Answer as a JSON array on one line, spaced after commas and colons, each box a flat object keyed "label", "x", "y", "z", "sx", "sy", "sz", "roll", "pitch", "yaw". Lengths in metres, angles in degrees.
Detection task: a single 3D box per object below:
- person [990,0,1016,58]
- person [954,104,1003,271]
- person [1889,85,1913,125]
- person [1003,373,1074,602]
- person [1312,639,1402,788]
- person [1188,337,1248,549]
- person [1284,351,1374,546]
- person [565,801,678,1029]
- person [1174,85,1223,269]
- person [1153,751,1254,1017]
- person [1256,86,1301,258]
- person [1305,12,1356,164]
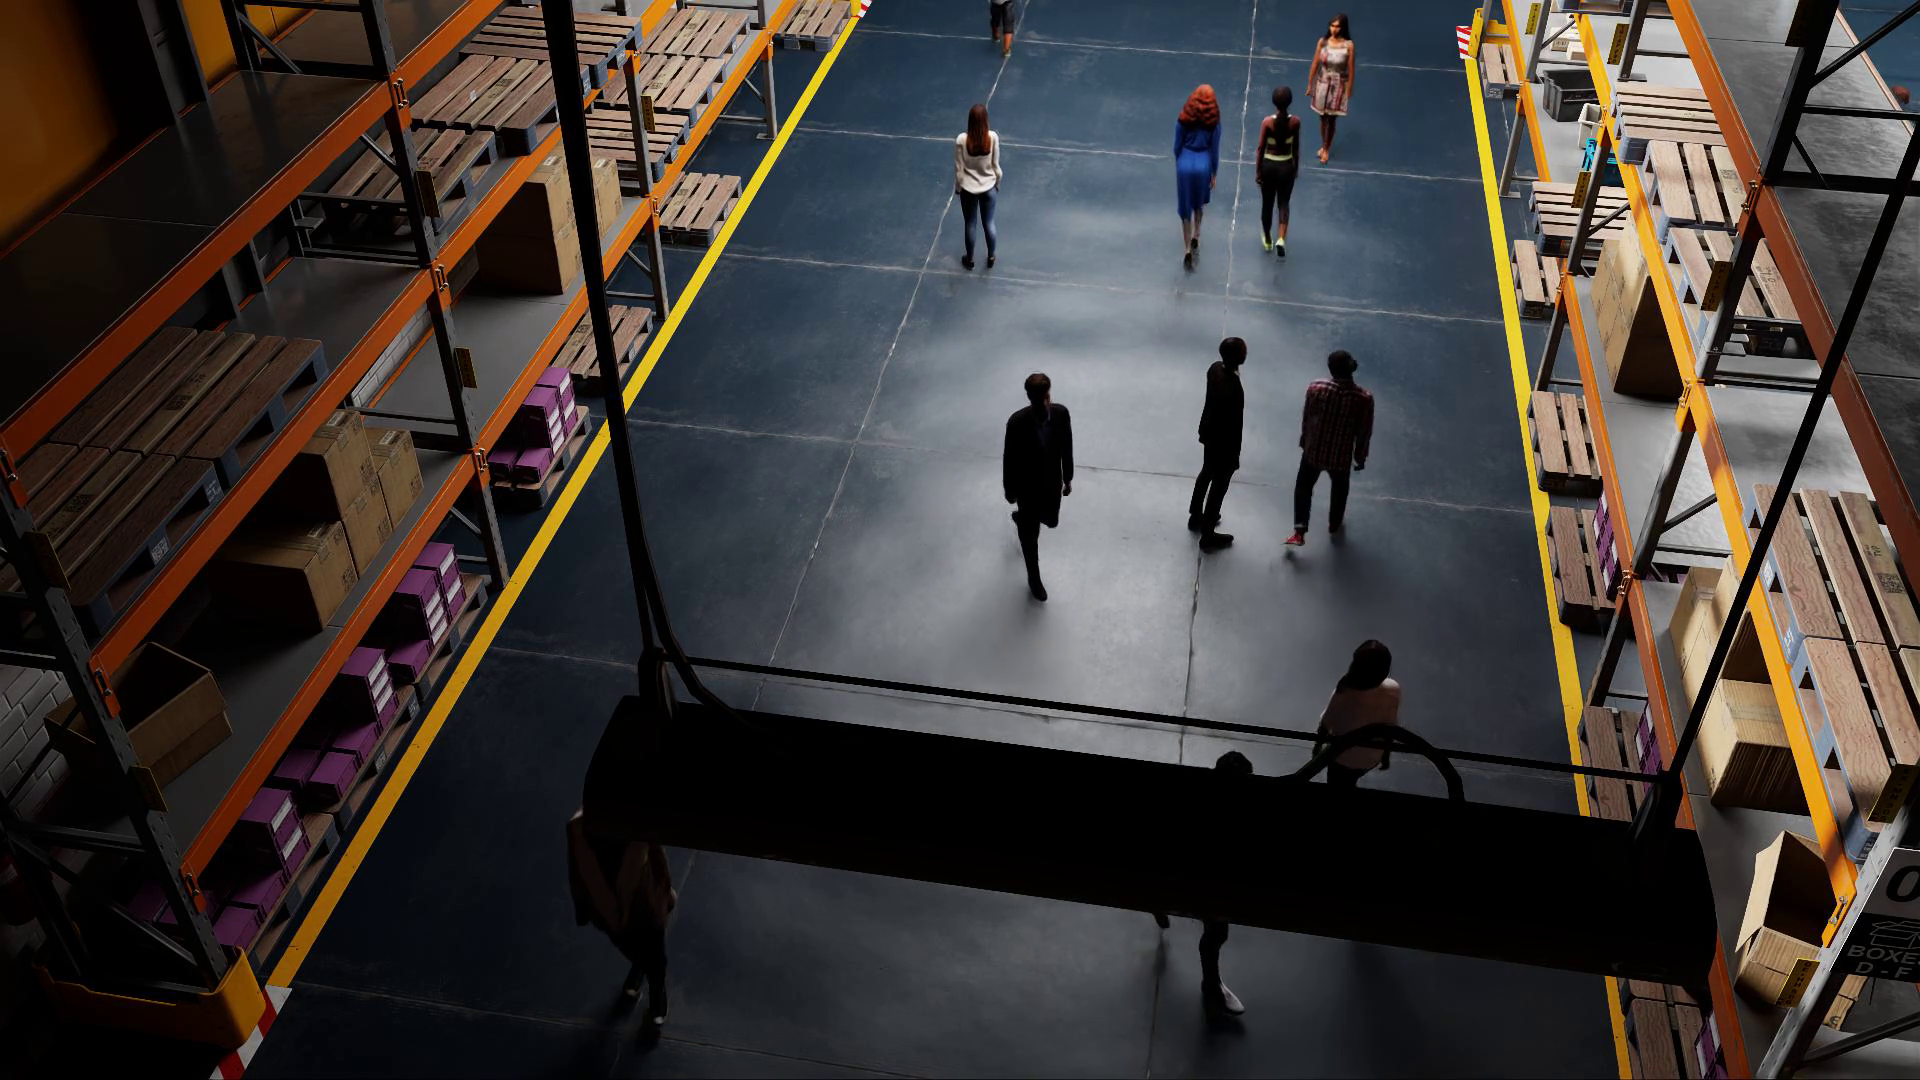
[{"label": "person", "x": 0.550, "y": -6.718, "z": 20.479, "sx": 0.720, "sy": 1.416, "sz": 1.066, "roll": -3, "pitch": 39, "yaw": -3}, {"label": "person", "x": 0.180, "y": -3.419, "z": 16.127, "sx": 0.681, "sy": 1.691, "sz": 0.653, "roll": -4, "pitch": 39, "yaw": -5}, {"label": "person", "x": 9.099, "y": -3.659, "z": 16.470, "sx": 0.632, "sy": 1.639, "sz": 0.837, "roll": 3, "pitch": 39, "yaw": 4}, {"label": "person", "x": 0.547, "y": -0.481, "z": 12.302, "sx": 1.003, "sy": 1.875, "sz": 1.143, "roll": -14, "pitch": 41, "yaw": -17}, {"label": "person", "x": 2.400, "y": 1.402, "z": 10.043, "sx": 0.862, "sy": 1.752, "sz": 1.225, "roll": -5, "pitch": 39, "yaw": -7}, {"label": "person", "x": 1.986, "y": -0.756, "z": 12.709, "sx": 0.779, "sy": 1.797, "sz": 0.621, "roll": -9, "pitch": 39, "yaw": -11}, {"label": "person", "x": 2.769, "y": -0.665, "z": 12.650, "sx": 0.751, "sy": 1.727, "sz": 0.965, "roll": 16, "pitch": 41, "yaw": 19}, {"label": "person", "x": -1.857, "y": 1.886, "z": 9.343, "sx": 0.735, "sy": 1.869, "sz": 0.744, "roll": 2, "pitch": 39, "yaw": 3}, {"label": "person", "x": 2.248, "y": -3.464, "z": 16.095, "sx": 0.601, "sy": 1.803, "sz": 0.739, "roll": 6, "pitch": 39, "yaw": 7}, {"label": "person", "x": 1.389, "y": 1.820, "z": 9.397, "sx": 1.155, "sy": 1.904, "sz": 1.138, "roll": -30, "pitch": 47, "yaw": -32}, {"label": "person", "x": 3.104, "y": -3.537, "z": 16.241, "sx": 0.625, "sy": 1.735, "sz": 0.879, "roll": 4, "pitch": 39, "yaw": 6}, {"label": "person", "x": 4.078, "y": -4.969, "z": 18.117, "sx": 0.765, "sy": 1.631, "sz": 0.795, "roll": 20, "pitch": 43, "yaw": 23}]
